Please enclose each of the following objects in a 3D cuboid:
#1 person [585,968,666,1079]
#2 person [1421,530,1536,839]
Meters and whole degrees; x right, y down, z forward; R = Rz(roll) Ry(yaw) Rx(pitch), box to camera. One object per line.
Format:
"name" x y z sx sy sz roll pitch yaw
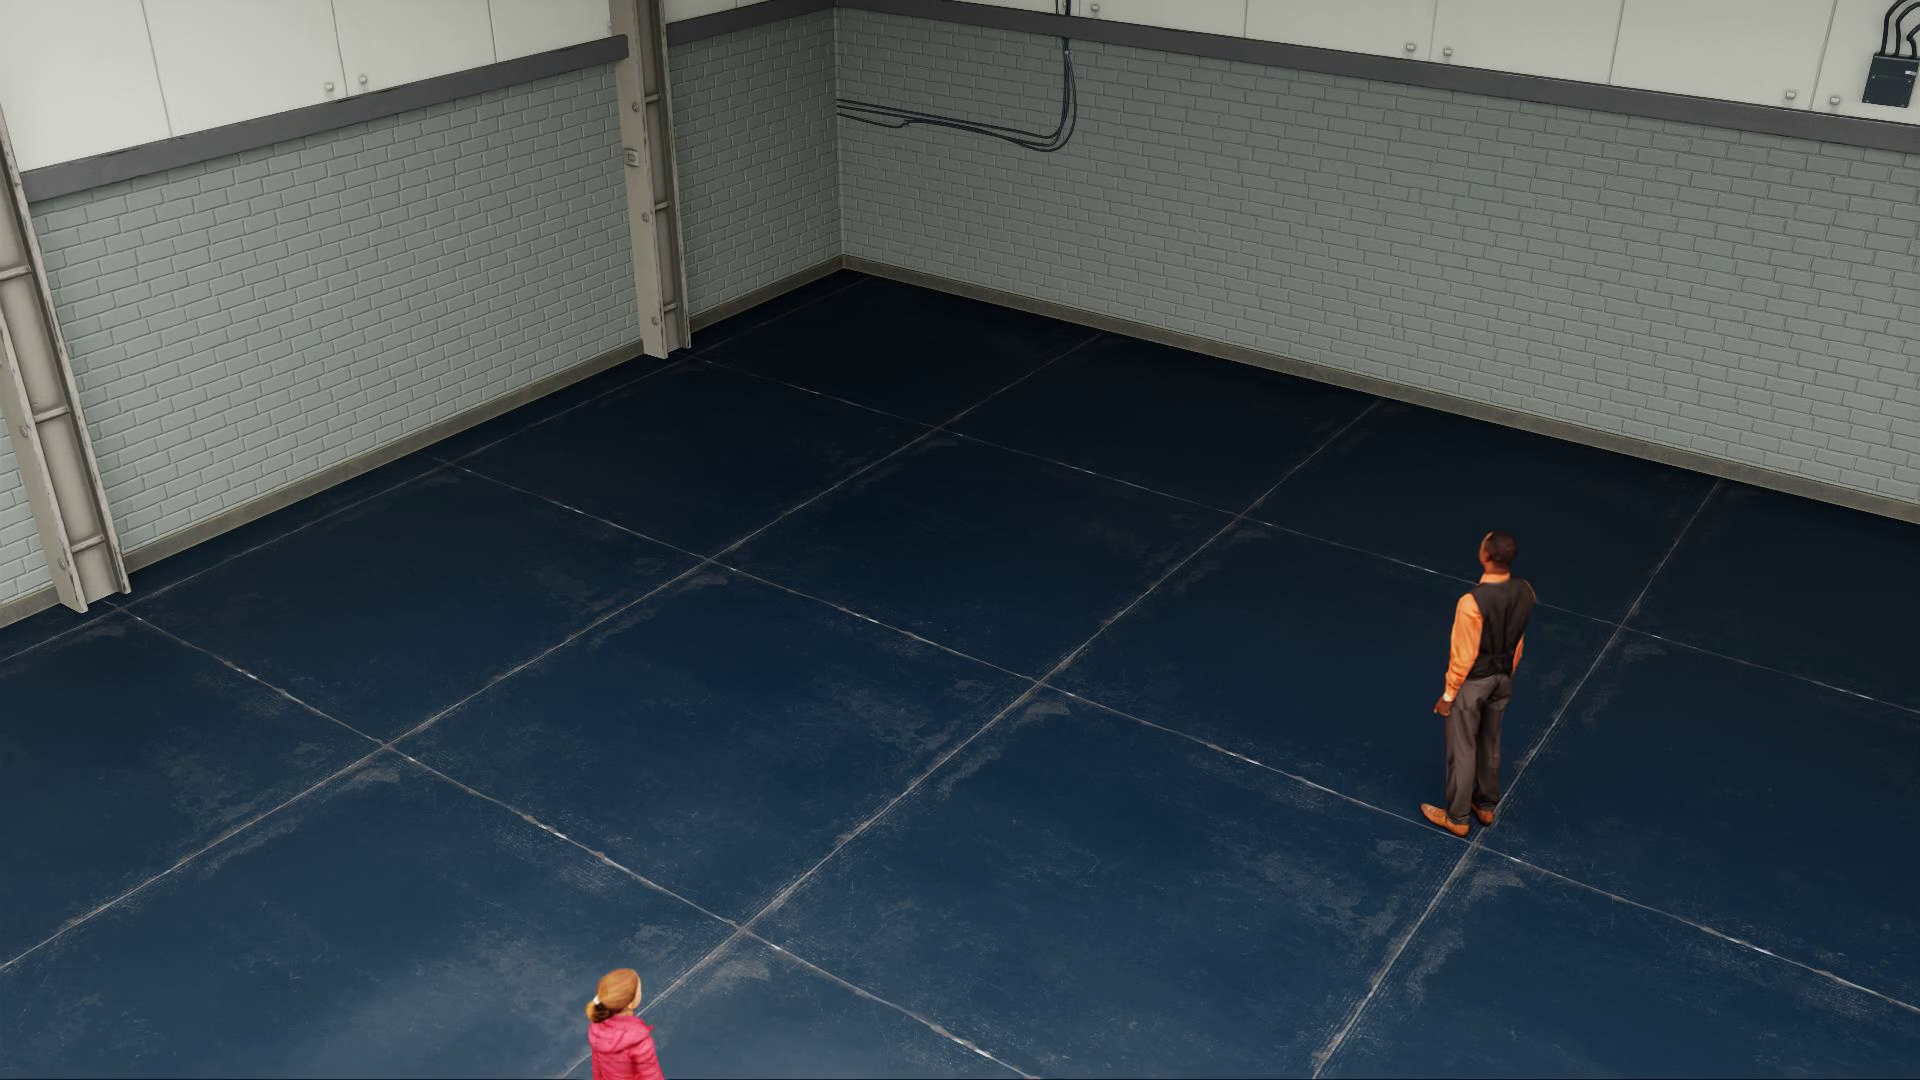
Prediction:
"person" -1.465 2.409 7.109 0.946 1.286 0.637 -25 37 -38
"person" 2.957 0.817 9.439 0.730 1.906 0.854 -14 31 -24
